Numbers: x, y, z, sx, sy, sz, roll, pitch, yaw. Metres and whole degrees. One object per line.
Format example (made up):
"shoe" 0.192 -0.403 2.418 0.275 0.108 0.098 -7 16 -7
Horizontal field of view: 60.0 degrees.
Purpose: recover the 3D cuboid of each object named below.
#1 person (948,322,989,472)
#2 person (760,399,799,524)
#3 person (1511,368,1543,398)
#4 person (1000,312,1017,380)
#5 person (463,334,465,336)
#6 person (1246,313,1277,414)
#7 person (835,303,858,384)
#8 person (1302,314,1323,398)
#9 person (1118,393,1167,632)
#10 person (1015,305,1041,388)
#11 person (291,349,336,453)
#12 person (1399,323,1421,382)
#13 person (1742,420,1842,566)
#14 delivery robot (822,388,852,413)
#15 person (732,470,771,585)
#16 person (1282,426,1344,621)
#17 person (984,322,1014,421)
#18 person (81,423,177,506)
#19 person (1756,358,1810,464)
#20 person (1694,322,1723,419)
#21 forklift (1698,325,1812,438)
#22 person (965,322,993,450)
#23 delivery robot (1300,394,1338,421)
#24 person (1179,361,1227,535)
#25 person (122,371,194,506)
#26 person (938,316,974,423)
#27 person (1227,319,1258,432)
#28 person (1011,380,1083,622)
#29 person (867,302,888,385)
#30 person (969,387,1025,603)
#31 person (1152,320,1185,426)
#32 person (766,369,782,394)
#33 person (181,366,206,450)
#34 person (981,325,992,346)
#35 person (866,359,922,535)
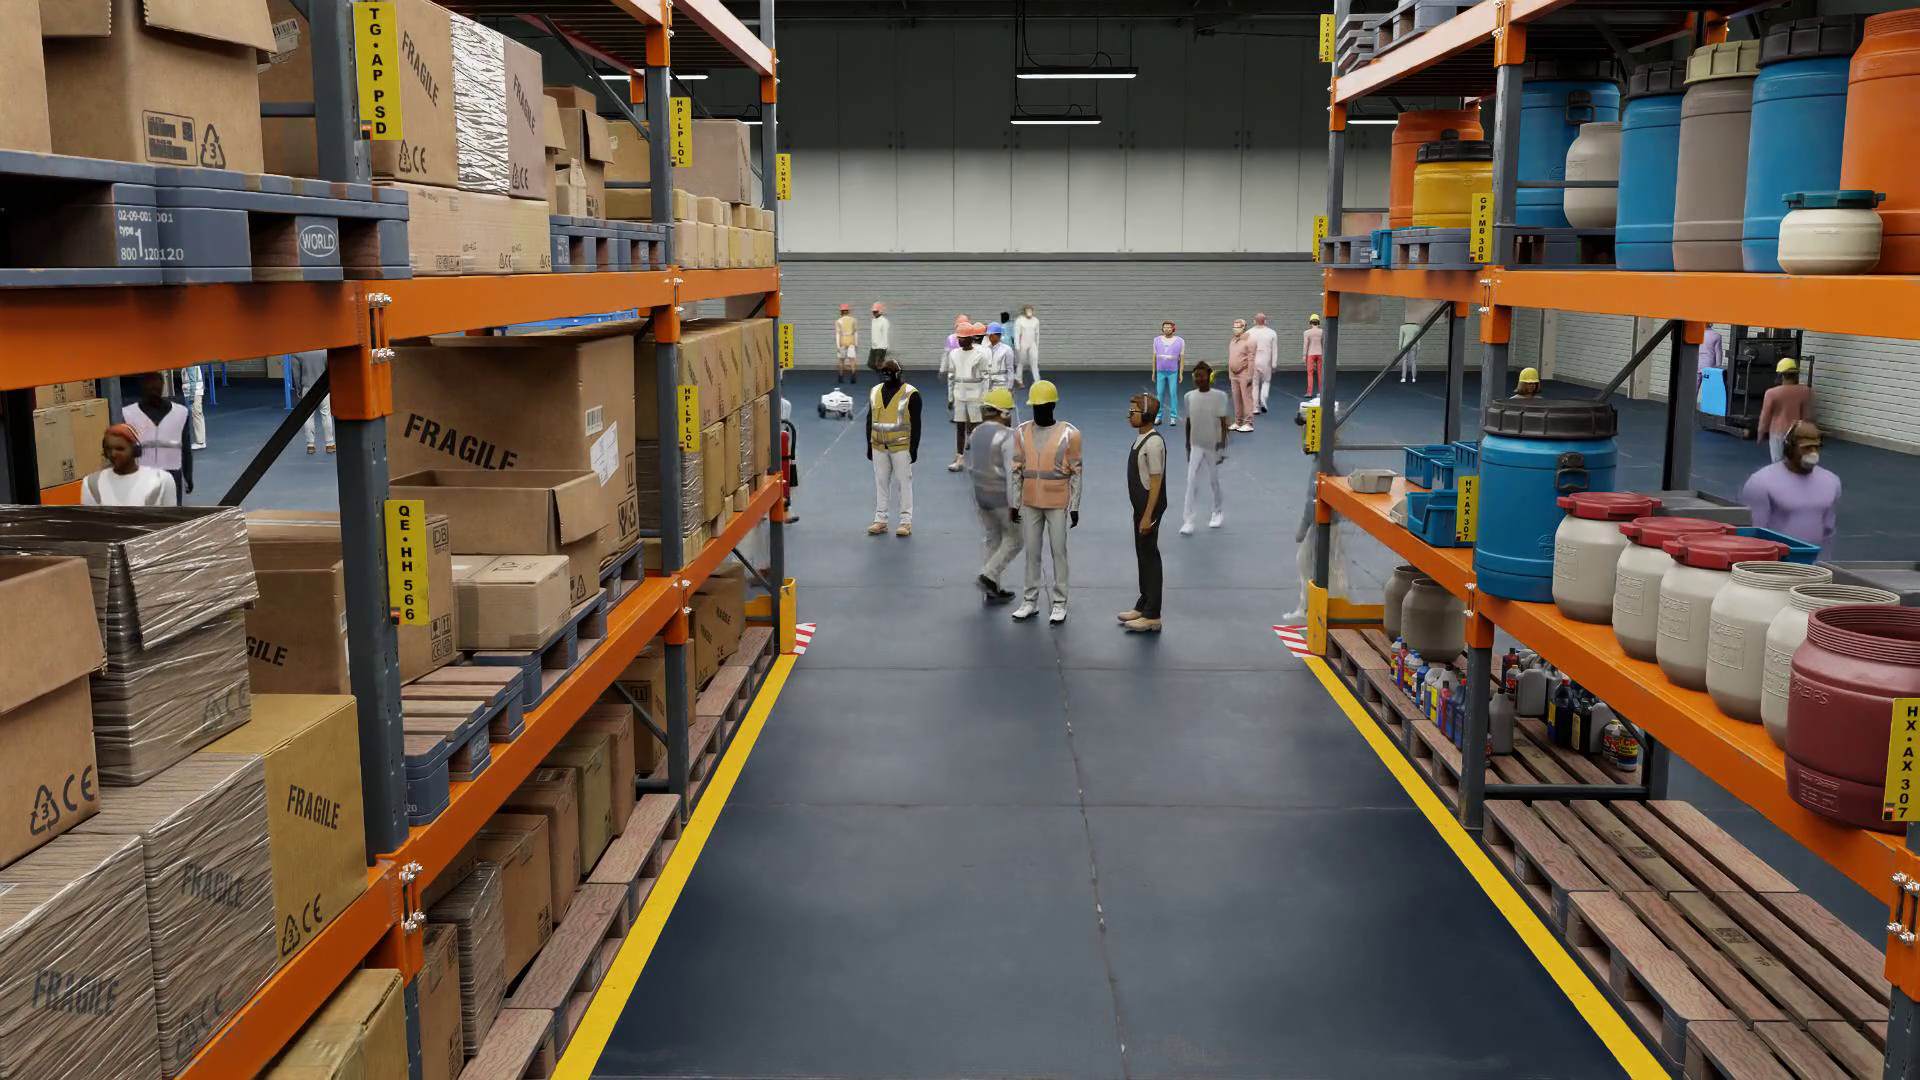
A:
"person" 0.094 -1.948 22.714 0.611 2.040 0.393 5 11 30
"person" -2.064 -0.994 18.163 0.541 1.637 0.886 -6 11 -32
"person" 6.011 -0.962 17.694 0.487 1.744 0.313 -1 10 -9
"person" 1.104 -4.720 40.518 0.918 1.642 0.530 7 12 36
"person" -8.706 -2.912 29.808 0.843 1.599 0.513 -2 10 -13
"person" 5.653 -3.326 31.395 0.664 1.890 0.510 2 10 12
"person" -2.679 -4.659 39.360 0.559 1.909 0.896 -2 10 -13
"person" 7.493 -3.892 35.192 0.524 1.764 0.329 -2 10 -11
"person" 1.435 -0.223 12.961 0.344 1.847 0.504 0 9 -2
"person" 1.556 -4.352 37.571 0.664 1.885 1.018 -4 10 -24
"person" -9.683 -2.283 25.024 0.636 1.939 0.364 -2 10 -10
"person" 10.736 -4.585 39.728 0.503 1.631 0.282 2 10 10
"person" 5.101 0.185 10.372 0.639 1.909 0.878 -1 10 -6
"delivery robot" -2.264 -2.548 30.596 0.477 0.478 0.707 -5 11 -28
"person" -1.918 -0.497 14.443 0.657 1.892 0.976 6 11 31
"person" 2.755 -0.109 12.970 0.608 1.608 0.518 2 10 13
"person" 0.541 -2.338 25.325 0.604 1.949 0.398 7 12 38
"person" -5.344 0.162 10.713 0.597 1.832 1.007 -1 10 -4
"person" 9.494 -1.228 19.243 0.554 1.745 0.552 -1 10 -4
"person" 13.553 -3.149 30.293 0.642 1.913 0.409 8 13 41
"forklift" 13.248 -3.165 27.620 1.129 2.768 1.873 0 9 1
"person" 0.280 -2.342 25.366 0.551 1.941 0.340 6 11 32
"delivery robot" 6.313 -2.320 29.228 0.707 0.478 0.477 -7 12 -35
"person" 2.631 -1.002 17.731 0.527 1.824 0.990 4 10 24
"person" -7.317 -0.619 15.177 0.603 1.900 0.729 -5 11 -29
"person" -0.064 -3.005 29.441 0.644 1.899 0.824 3 10 15
"person" 4.754 -2.792 28.220 0.399 1.899 0.635 -5 11 -28
"person" 0.674 -0.309 13.235 0.593 1.925 0.384 5 11 26
"person" -1.814 -4.273 36.812 0.433 1.980 0.645 -6 11 -33
"person" 0.318 -0.363 13.892 0.416 1.813 0.617 -6 11 -34
"person" 3.659 -2.943 29.248 0.563 1.847 0.388 3 10 20
"person" -3.327 -2.843 28.452 0.598 1.908 0.420 -3 10 -18
"person" -11.734 -2.204 25.453 0.312 1.636 0.518 -3 10 -20
"person" 0.560 -3.504 33.289 0.519 1.625 0.568 -2 10 -14
"person" -0.719 -0.977 17.495 0.633 1.843 0.429 5 10 25
